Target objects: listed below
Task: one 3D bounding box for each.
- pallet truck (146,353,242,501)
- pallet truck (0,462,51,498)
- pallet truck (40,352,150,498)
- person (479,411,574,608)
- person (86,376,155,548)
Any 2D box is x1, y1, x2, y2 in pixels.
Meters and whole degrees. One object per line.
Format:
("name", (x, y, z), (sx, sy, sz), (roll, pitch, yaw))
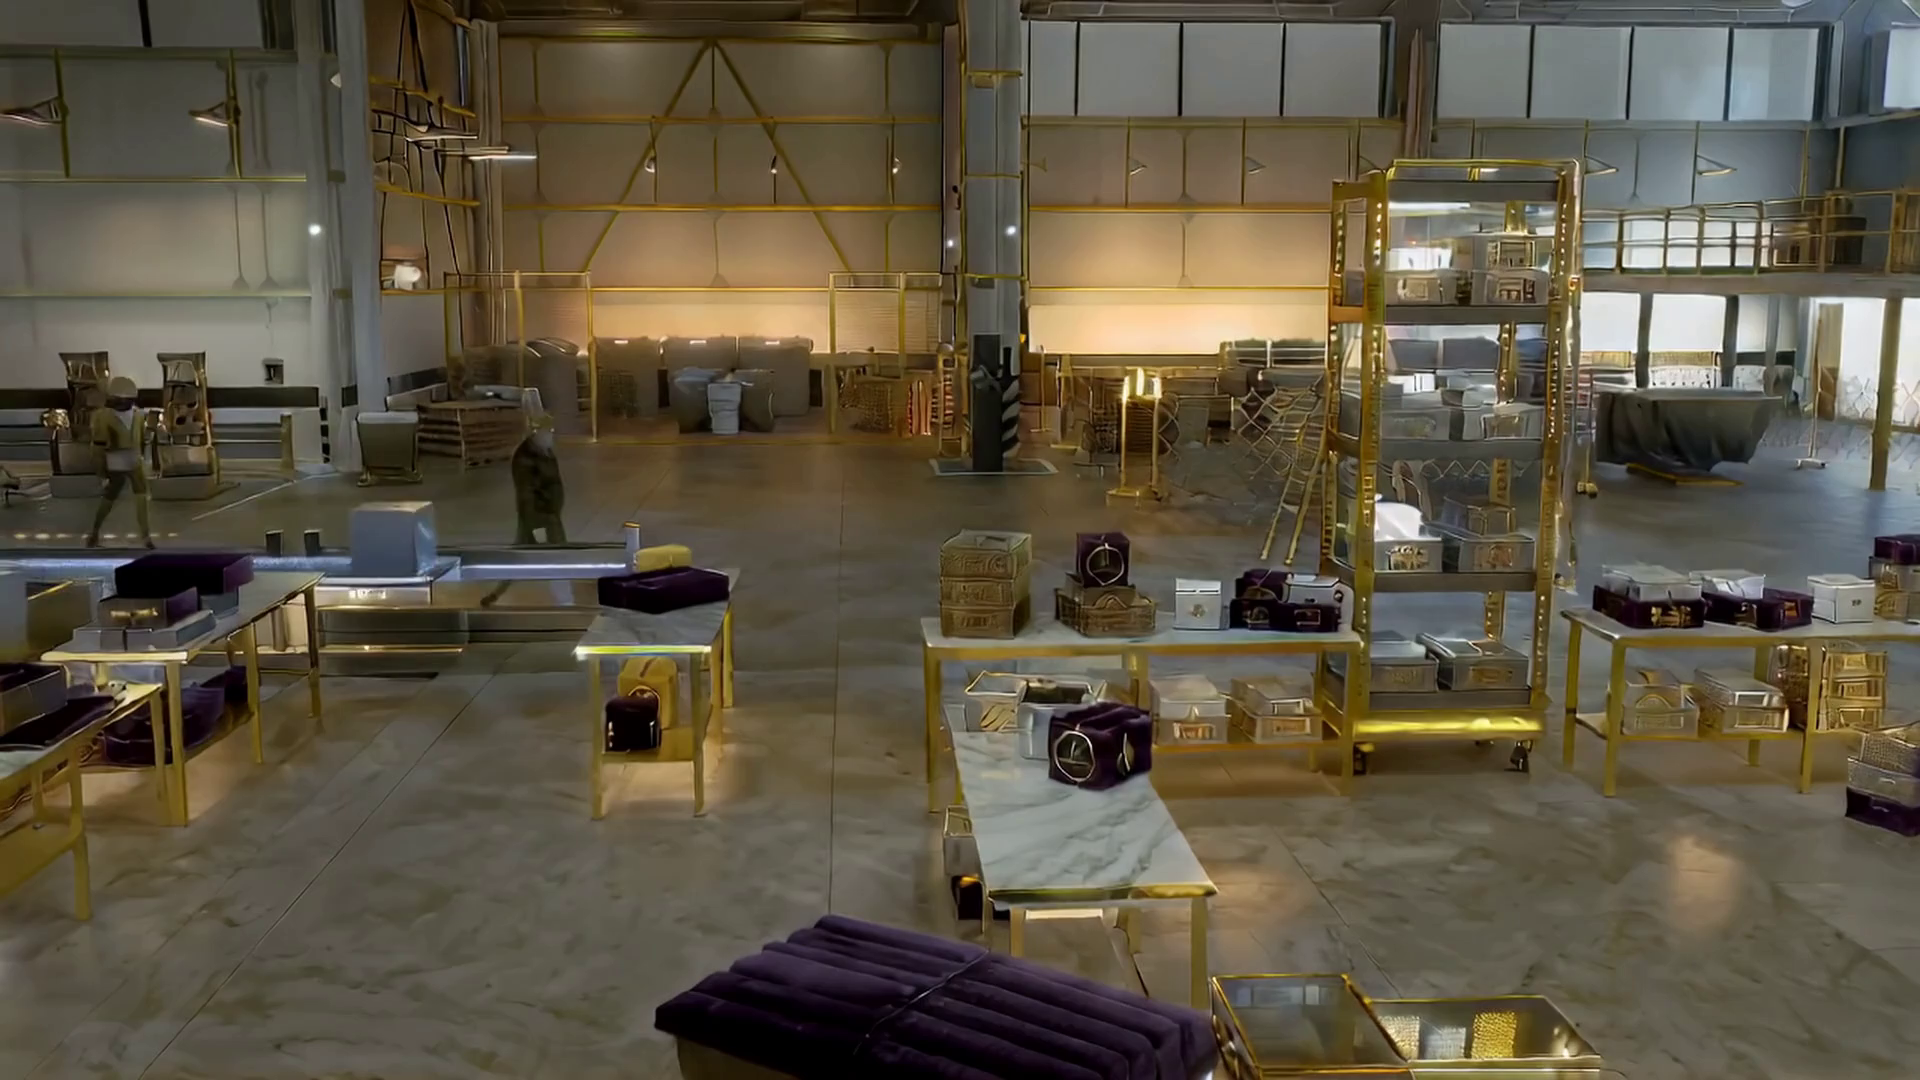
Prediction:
("pallet truck", (-10.520, -1.604, 22.925), (0.823, 1.965, 1.885), (-1, 9, -6))
("pallet truck", (-13.193, -1.293, 23.148), (0.653, 1.274, 1.630), (-1, 9, -4))
("pallet truck", (-11.907, -1.642, 23.165), (0.823, 1.965, 1.885), (0, 9, 0))
("person", (-3.711, -0.185, 14.410), (0.880, 1.874, 0.646), (1, 9, 7))
("person", (-9.105, -0.798, 17.978), (1.058, 1.982, 0.637), (5, 10, 30))
